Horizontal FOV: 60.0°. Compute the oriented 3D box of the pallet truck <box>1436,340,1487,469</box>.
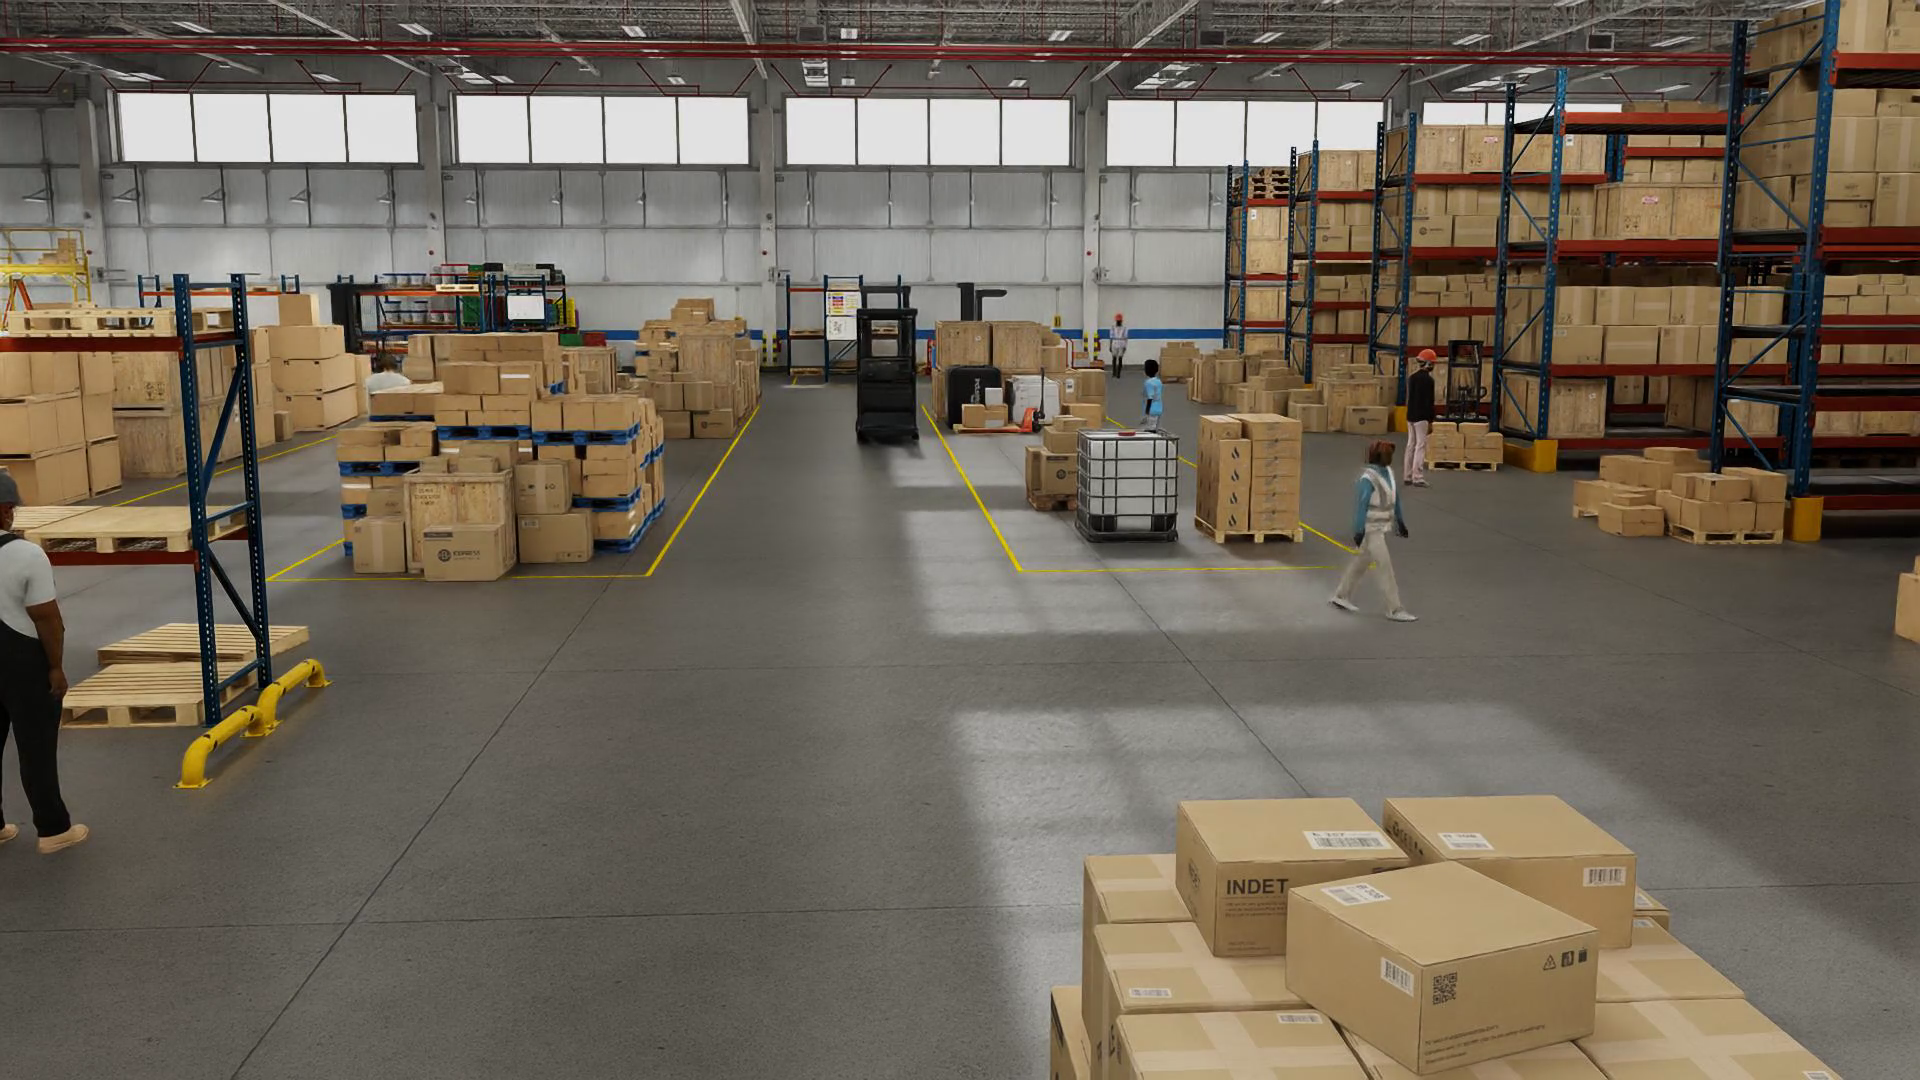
[{"bbox_3d":[8.004,-2.170,26.422,0.823,1.965,1.885,2,9,14],"label":"pallet truck"}]

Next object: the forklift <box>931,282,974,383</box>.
[{"bbox_3d":[0.171,-5.571,45.011,1.873,2.768,1.129,-1,9,-4],"label":"forklift"}]

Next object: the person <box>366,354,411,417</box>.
[{"bbox_3d":[-8.246,-1.741,24.068,0.632,1.899,0.986,-3,10,-18],"label":"person"}]

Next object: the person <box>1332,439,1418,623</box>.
[{"bbox_3d":[3.668,-0.104,14.714,0.872,1.595,0.524,7,11,36],"label":"person"}]

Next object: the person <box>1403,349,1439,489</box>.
[{"bbox_3d":[6.576,-1.719,23.648,0.409,1.987,0.607,-2,9,-14],"label":"person"}]

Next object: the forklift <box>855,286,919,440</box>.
[{"bbox_3d":[-1.380,-3.316,30.852,1.129,2.768,1.873,-1,9,-5],"label":"forklift"}]

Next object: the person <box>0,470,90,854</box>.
[{"bbox_3d":[-4.976,0.627,8.720,0.679,2.000,0.537,1,9,4],"label":"person"}]

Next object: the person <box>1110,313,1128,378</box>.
[{"bbox_3d":[4.648,-5.687,48.783,0.537,1.909,0.515,2,9,10],"label":"person"}]

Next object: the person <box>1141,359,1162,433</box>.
[{"bbox_3d":[3.035,-2.010,26.347,0.329,1.693,0.572,3,10,21],"label":"person"}]

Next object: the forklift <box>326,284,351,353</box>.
[{"bbox_3d":[-14.317,-4.540,38.536,1.873,2.768,1.129,-2,9,-11],"label":"forklift"}]
